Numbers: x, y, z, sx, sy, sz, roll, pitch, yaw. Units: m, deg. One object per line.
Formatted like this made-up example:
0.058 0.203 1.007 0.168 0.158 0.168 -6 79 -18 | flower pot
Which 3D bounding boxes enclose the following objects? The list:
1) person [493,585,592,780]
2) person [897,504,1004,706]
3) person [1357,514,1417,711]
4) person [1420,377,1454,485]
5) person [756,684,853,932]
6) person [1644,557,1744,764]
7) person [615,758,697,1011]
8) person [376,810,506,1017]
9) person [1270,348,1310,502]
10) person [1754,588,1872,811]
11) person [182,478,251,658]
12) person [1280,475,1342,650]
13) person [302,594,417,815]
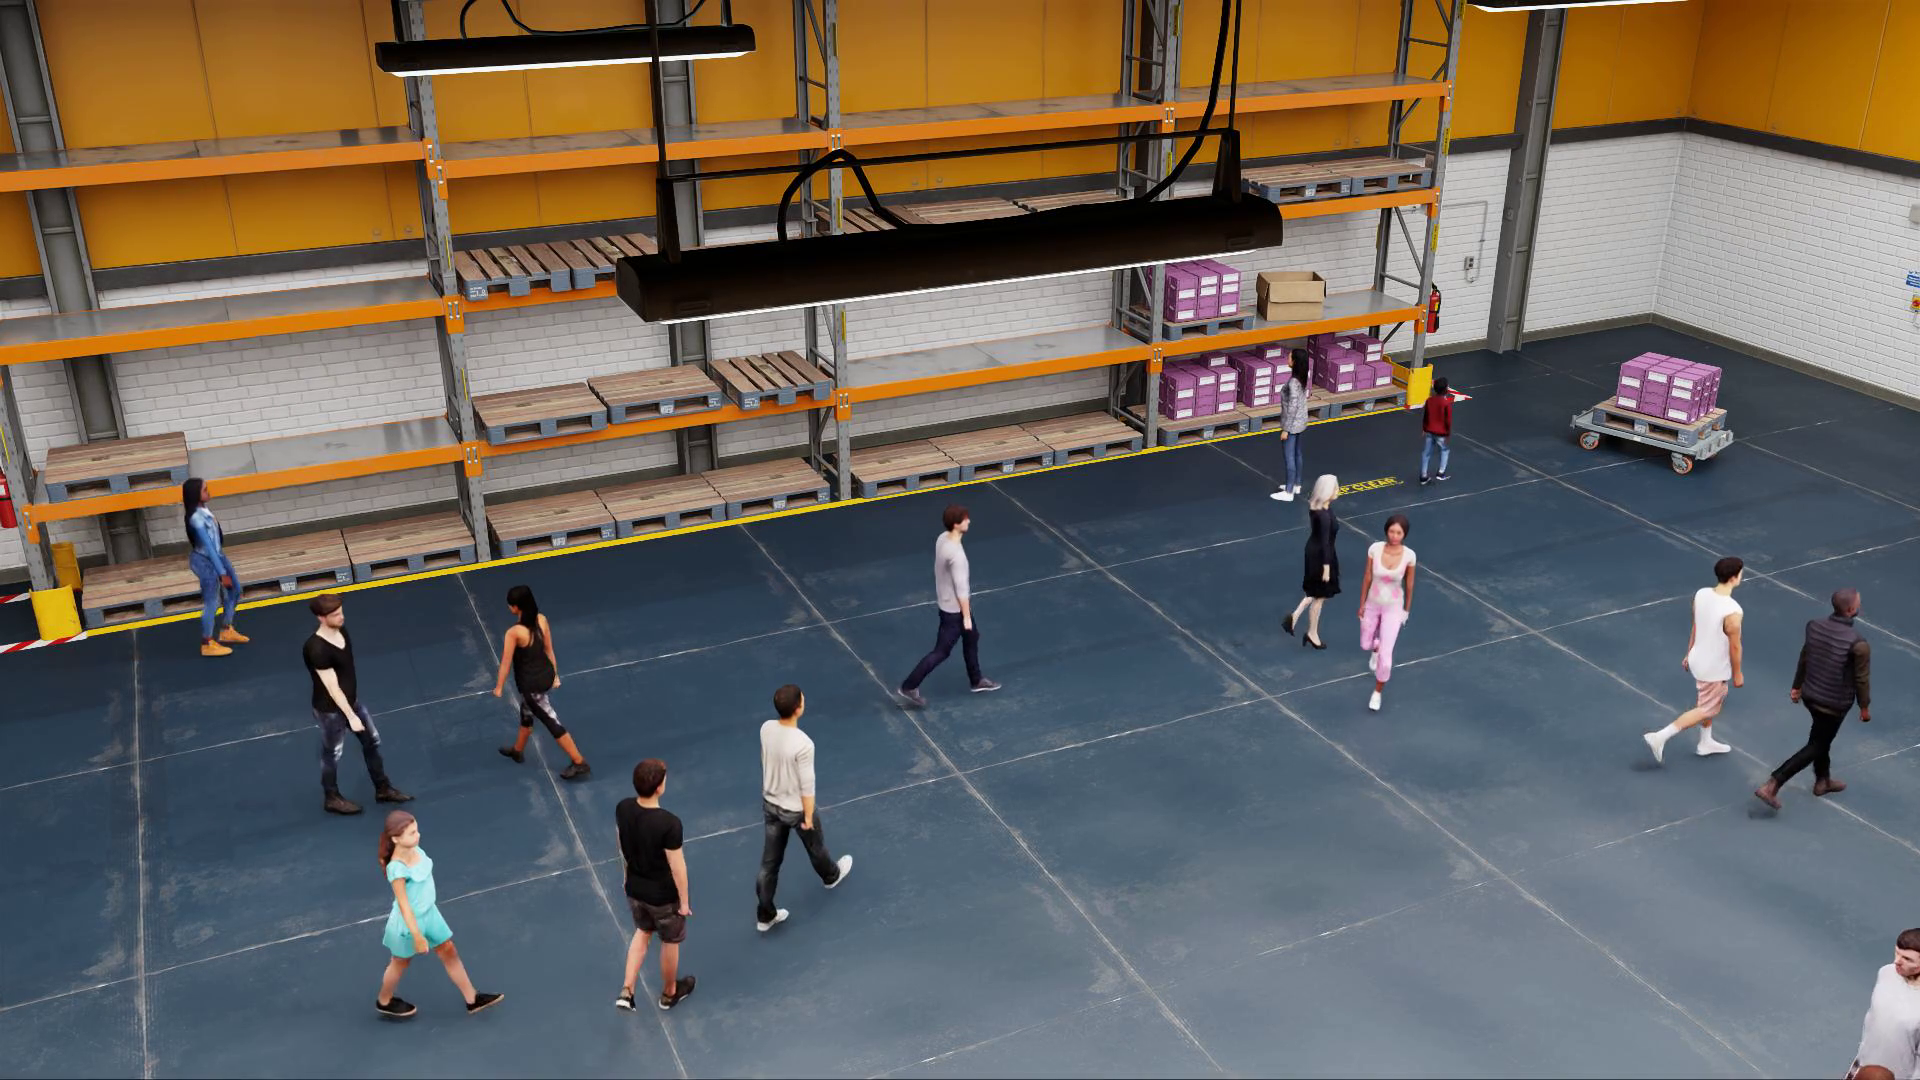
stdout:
-3.262 1.138 13.049 1.122 1.631 1.083 9 25 20 | person
-0.152 0.579 14.110 1.252 1.804 0.890 -4 24 -9 | person
3.639 0.566 14.244 0.937 1.722 1.038 10 26 22 | person
5.399 -1.223 18.938 0.644 1.240 0.749 19 30 37 | person
-1.225 1.838 11.270 1.030 1.772 1.221 15 28 30 | person
5.891 0.998 13.208 1.140 1.760 0.845 -3 24 -7 | person
-1.963 2.208 10.336 0.956 1.843 1.039 11 26 24 | person
-3.477 2.372 10.370 1.126 1.515 0.901 2 24 4 | person
3.712 -1.297 18.493 0.750 1.733 0.648 13 27 27 | person
6.490 1.241 12.600 1.216 1.801 0.824 -6 24 -14 | person
-6.851 0.268 14.957 0.699 1.696 0.660 -6 24 -14 | person
3.167 0.211 15.038 0.882 1.736 0.809 1 24 1 | person
-4.767 1.253 12.488 1.049 1.868 0.938 3 24 7 | person
